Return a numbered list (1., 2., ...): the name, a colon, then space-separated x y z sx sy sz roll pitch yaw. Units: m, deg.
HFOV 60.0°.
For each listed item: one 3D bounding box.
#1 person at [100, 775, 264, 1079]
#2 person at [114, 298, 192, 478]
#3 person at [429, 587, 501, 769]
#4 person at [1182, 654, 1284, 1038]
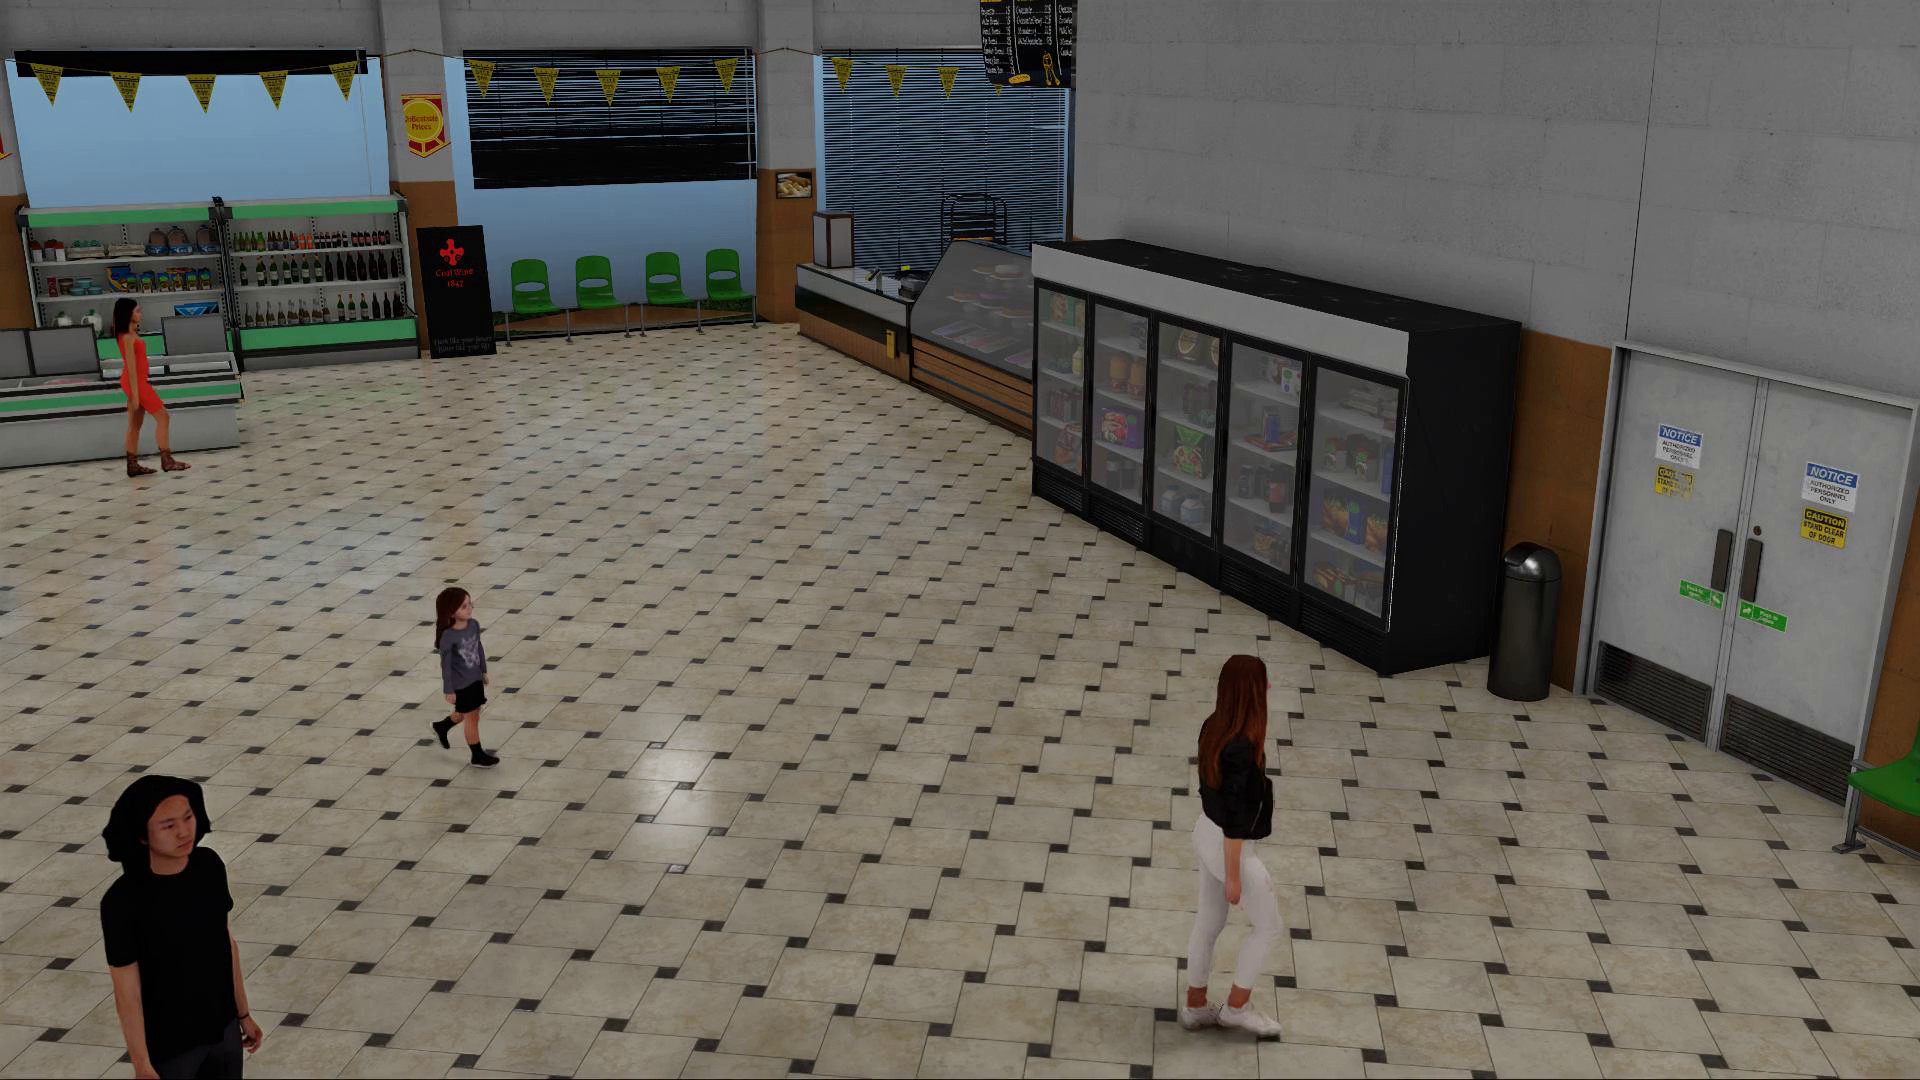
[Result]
1. person: -2.579 1.614 5.542 0.764 1.836 0.688 7 18 23
2. person: -7.898 -1.423 15.774 0.823 1.704 0.675 -13 21 -36
3. person: -2.895 0.776 9.574 0.768 1.098 0.699 6 18 18
4. person: 1.034 1.285 6.875 0.728 1.692 0.713 -2 17 -7
